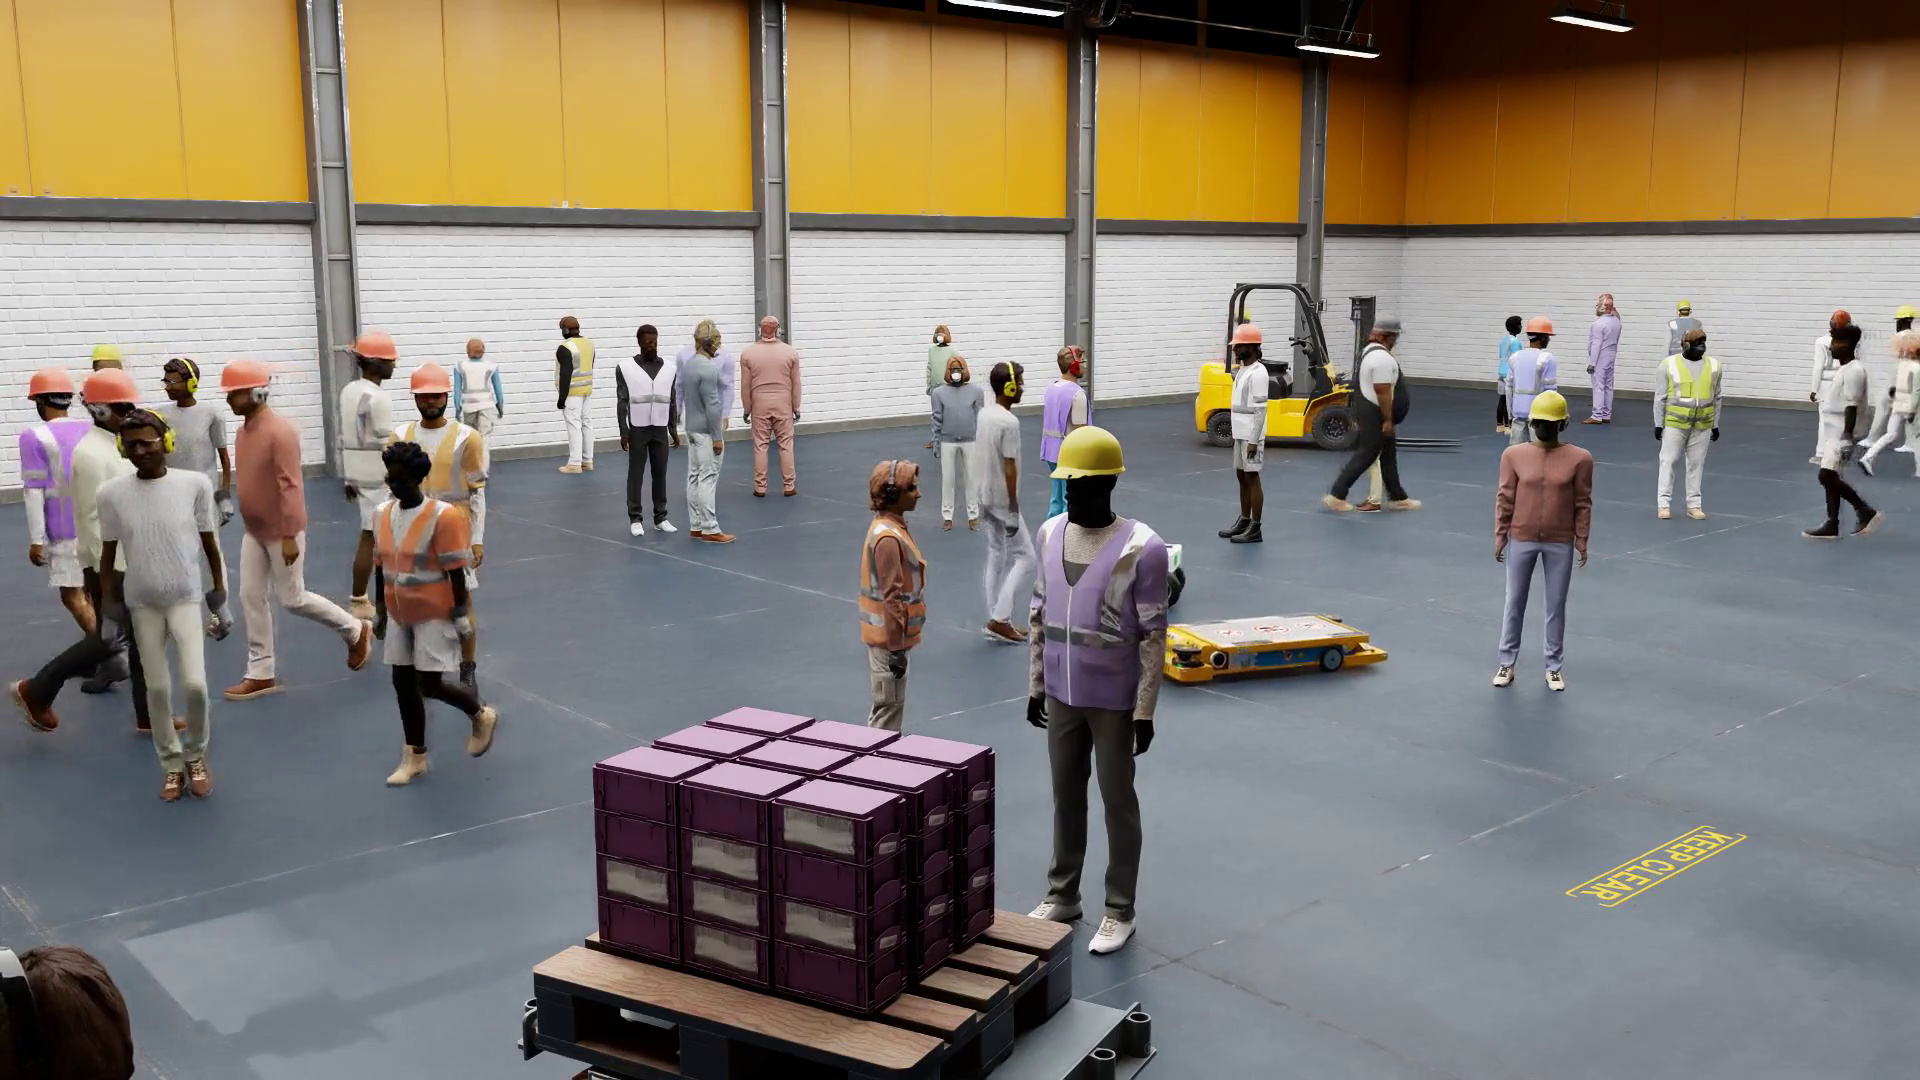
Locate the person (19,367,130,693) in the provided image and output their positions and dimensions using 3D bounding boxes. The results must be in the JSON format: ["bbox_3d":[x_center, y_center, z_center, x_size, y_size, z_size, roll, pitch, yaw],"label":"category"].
[{"bbox_3d":[-5.168,-0.067,9.814,0.781,1.892,0.571,4,11,23],"label":"person"}]

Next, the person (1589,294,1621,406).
[{"bbox_3d":[10.907,-3.213,28.161,0.407,1.902,0.638,7,12,34],"label":"person"}]

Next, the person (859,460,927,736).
[{"bbox_3d":[-0.299,0.455,7.448,0.307,1.639,0.525,-1,10,-3],"label":"person"}]

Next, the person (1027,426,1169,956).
[{"bbox_3d":[0.479,0.543,6.091,0.585,1.928,0.368,8,13,40],"label":"person"}]

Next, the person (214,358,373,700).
[{"bbox_3d":[-3.915,-0.084,9.666,0.619,1.961,0.812,7,12,37],"label":"person"}]

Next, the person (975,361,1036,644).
[{"bbox_3d":[0.295,-0.243,10.898,0.401,1.860,0.543,-5,11,-28],"label":"person"}]

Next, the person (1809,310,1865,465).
[{"bbox_3d":[10.638,-1.845,20.203,0.575,1.884,0.355,1,10,4],"label":"person"}]

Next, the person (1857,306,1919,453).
[{"bbox_3d":[12.123,-2.089,21.603,0.604,1.888,0.876,-4,11,-24],"label":"person"}]

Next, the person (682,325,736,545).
[{"bbox_3d":[-2.242,-0.929,14.696,0.372,1.934,0.627,-5,11,-28],"label":"person"}]

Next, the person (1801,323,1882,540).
[{"bbox_3d":[7.854,-0.945,14.737,0.502,1.945,0.626,4,10,20],"label":"person"}]

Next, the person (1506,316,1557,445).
[{"bbox_3d":[5.744,-1.269,16.676,0.373,1.933,0.550,-7,12,-34],"label":"person"}]

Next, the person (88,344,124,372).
[{"bbox_3d":[-8.068,-1.032,15.951,0.488,1.715,0.838,10,14,44],"label":"person"}]

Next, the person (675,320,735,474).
[{"bbox_3d":[-2.630,-1.316,17.104,0.651,1.881,0.962,-1,10,-3],"label":"person"}]

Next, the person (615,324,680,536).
[{"bbox_3d":[-2.850,-1.011,15.208,0.593,1.922,0.392,-7,12,-34],"label":"person"}]

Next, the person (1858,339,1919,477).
[{"bbox_3d":[10.797,-1.506,19.039,0.821,1.603,0.506,0,10,-2],"label":"person"}]

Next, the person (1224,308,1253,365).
[{"bbox_3d":[4.453,-2.932,27.136,0.937,1.695,0.555,5,11,28],"label":"person"}]

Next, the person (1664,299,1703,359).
[{"bbox_3d":[11.812,-3.017,27.221,0.588,1.829,0.404,1,10,8],"label":"person"}]

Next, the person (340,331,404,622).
[{"bbox_3d":[-3.971,-0.437,11.579,0.814,2.011,0.632,-8,12,-38],"label":"person"}]

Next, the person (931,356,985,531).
[{"bbox_3d":[-0.016,-0.891,15.374,0.502,1.626,0.283,0,10,0],"label":"person"}]

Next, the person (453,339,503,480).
[{"bbox_3d":[-5.498,-1.497,19.013,0.534,1.594,0.869,-2,10,-12],"label":"person"}]

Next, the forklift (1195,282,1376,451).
[{"bbox_3d":[4.328,-2.346,22.227,2.313,2.155,1.214,3,10,16],"label":"forklift"}]

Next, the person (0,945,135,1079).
[{"bbox_3d":[-0.948,1.318,1.812,0.626,1.840,0.430,8,13,40],"label":"person"}]

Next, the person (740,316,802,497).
[{"bbox_3d":[-1.985,-1.397,17.514,0.640,1.909,0.409,-1,10,-7],"label":"person"}]

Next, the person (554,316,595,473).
[{"bbox_3d":[-4.537,-1.706,19.530,0.430,1.838,0.620,3,10,19],"label":"person"}]

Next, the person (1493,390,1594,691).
[{"bbox_3d":[3.396,0.007,9.707,0.529,1.765,0.327,3,10,19],"label":"person"}]

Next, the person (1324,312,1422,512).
[{"bbox_3d":[4.111,-1.287,16.477,0.975,2.000,0.692,1,10,4],"label":"person"}]

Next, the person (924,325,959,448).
[{"bbox_3d":[-0.240,-2.006,21.864,0.497,1.636,0.280,7,12,34],"label":"person"}]

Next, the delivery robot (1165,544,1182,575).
[{"bbox_3d":[1.262,0.143,12.173,0.707,0.478,0.477,2,10,12],"label":"delivery robot"}]

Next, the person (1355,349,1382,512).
[{"bbox_3d":[4.095,-1.096,16.544,0.270,1.632,0.508,2,10,14],"label":"person"}]

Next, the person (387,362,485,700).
[{"bbox_3d":[-2.969,-0.038,9.450,0.546,1.942,0.348,0,10,-2],"label":"person"}]

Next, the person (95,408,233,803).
[{"bbox_3d":[-3.668,0.316,7.675,0.553,1.838,0.473,-4,10,-20],"label":"person"}]

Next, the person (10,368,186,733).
[{"bbox_3d":[-4.500,0.090,8.652,0.774,1.971,0.610,-2,10,-11],"label":"person"}]

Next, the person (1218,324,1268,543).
[{"bbox_3d":[2.530,-0.939,14.742,0.361,1.938,0.545,-2,10,-10],"label":"person"}]

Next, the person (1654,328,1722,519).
[{"bbox_3d":[7.015,-1.115,16.037,0.633,1.846,0.429,1,10,4],"label":"person"}]

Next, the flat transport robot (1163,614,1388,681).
[{"bbox_3d":[1.859,0.651,10.305,1.431,0.197,0.652,-3,10,-20],"label":"flat transport robot"}]

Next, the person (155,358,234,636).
[{"bbox_3d":[-5.120,-0.281,11.110,0.521,1.864,0.335,1,10,4],"label":"person"}]

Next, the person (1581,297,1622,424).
[{"bbox_3d":[9.684,-2.701,25.135,0.641,1.913,0.407,-8,13,-40],"label":"person"}]

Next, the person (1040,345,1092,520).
[{"bbox_3d":[0.837,-0.591,12.955,0.389,1.850,0.565,-5,11,-25],"label":"person"}]

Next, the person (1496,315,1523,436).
[{"bbox_3d":[7.798,-2.324,23.551,0.320,1.698,0.531,-1,10,-4],"label":"person"}]

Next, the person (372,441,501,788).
[{"bbox_3d":[-2.551,0.338,8.010,0.550,1.678,0.481,5,11,27],"label":"person"}]
